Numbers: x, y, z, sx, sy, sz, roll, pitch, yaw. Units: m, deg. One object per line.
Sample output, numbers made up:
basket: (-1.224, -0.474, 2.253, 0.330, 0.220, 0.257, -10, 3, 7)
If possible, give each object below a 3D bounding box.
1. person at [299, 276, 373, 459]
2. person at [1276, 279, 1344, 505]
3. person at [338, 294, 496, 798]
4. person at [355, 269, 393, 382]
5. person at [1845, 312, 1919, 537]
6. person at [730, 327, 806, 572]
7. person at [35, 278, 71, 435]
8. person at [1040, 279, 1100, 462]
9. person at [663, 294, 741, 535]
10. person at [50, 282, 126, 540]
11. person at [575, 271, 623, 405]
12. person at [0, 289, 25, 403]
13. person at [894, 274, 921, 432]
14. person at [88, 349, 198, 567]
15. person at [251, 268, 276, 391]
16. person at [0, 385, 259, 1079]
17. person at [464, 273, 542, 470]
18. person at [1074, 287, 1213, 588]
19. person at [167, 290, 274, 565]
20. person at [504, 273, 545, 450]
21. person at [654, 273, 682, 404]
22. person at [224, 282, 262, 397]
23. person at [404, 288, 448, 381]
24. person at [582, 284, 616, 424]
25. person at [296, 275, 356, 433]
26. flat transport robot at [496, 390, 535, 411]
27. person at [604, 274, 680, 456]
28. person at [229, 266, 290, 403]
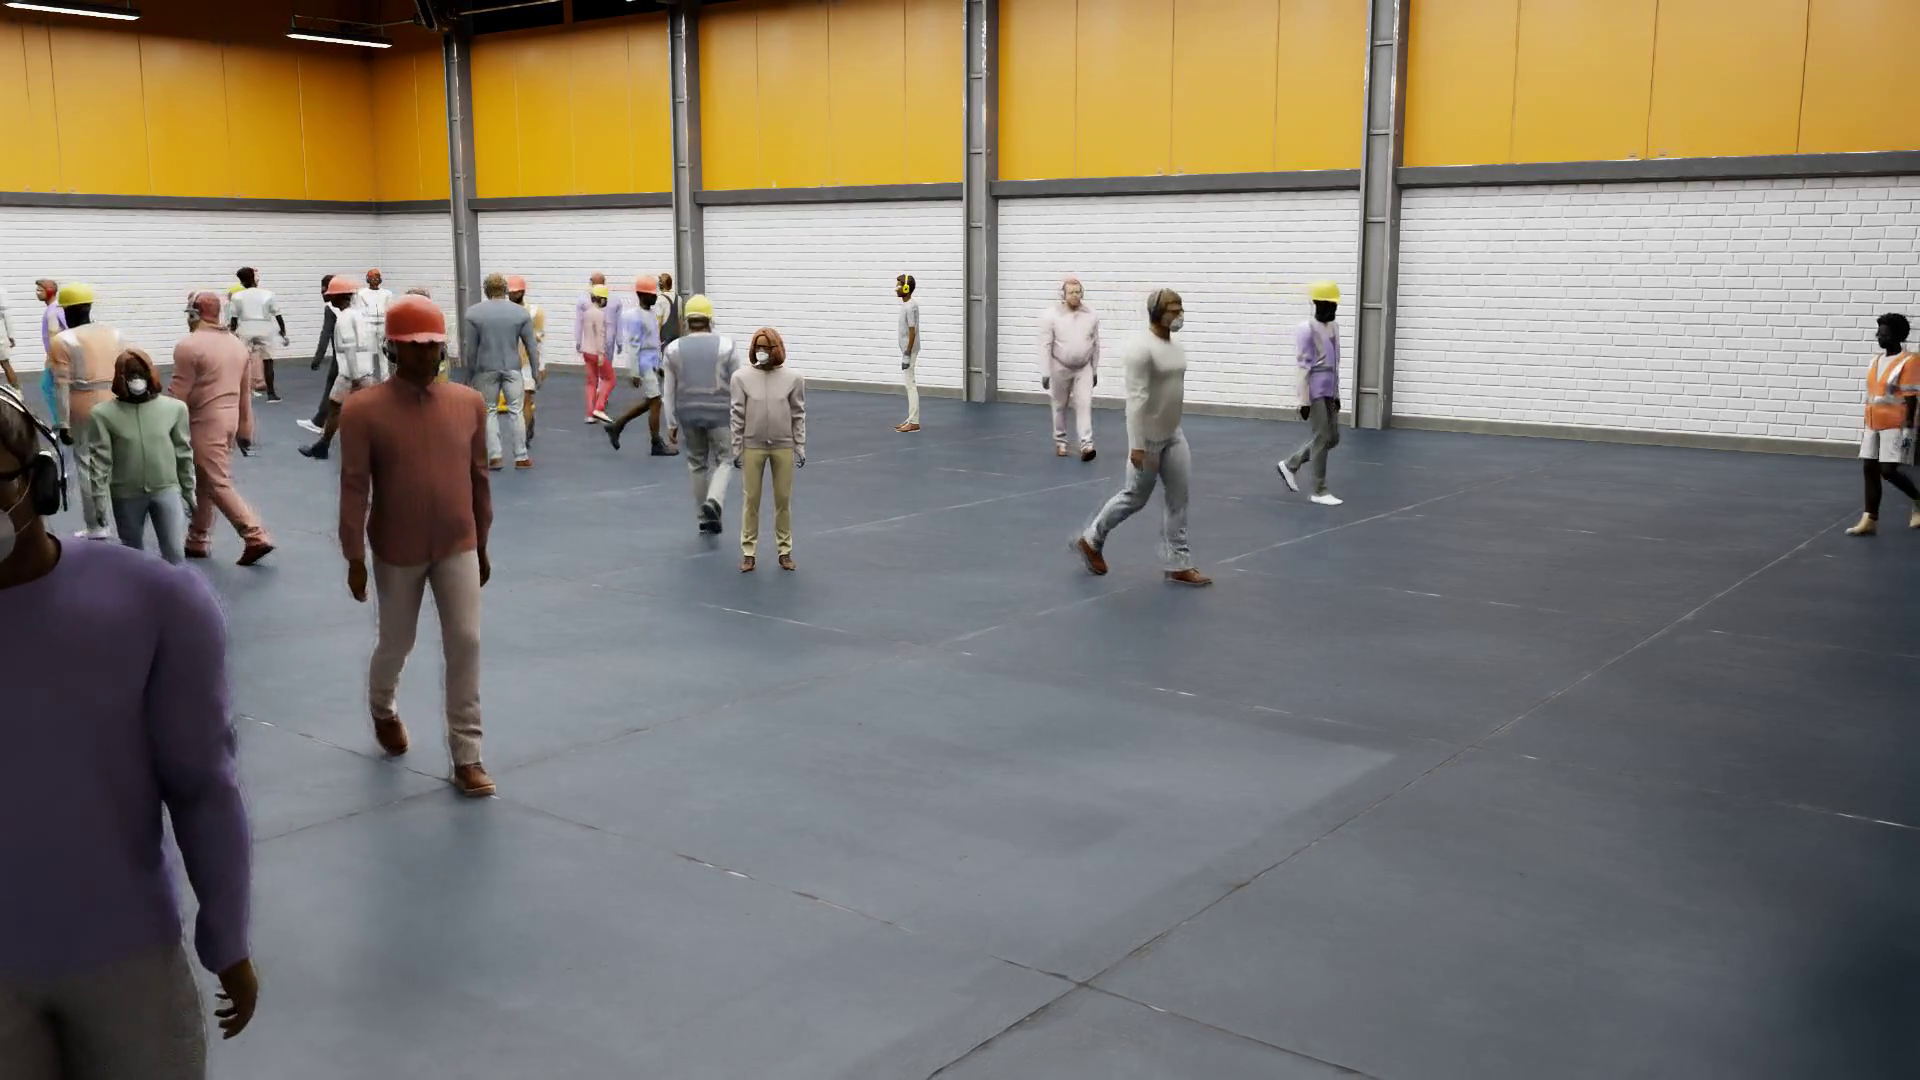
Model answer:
person: (-6.298, -1.763, 17.147, 1.014, 1.886, 0.549, 0, 10, 1)
person: (3.005, -1.257, 14.114, 0.593, 1.907, 0.602, 8, 12, 38)
person: (-2.191, -0.003, 6.673, 0.630, 1.962, 0.941, -7, 12, -36)
person: (-9.064, -3.256, 25.810, 0.573, 1.887, 0.356, -6, 12, -33)
person: (6.944, -0.848, 12.363, 0.518, 1.682, 0.548, -2, 10, -10)
person: (-1.273, -0.600, 11.083, 0.501, 1.631, 0.287, -2, 10, -10)
person: (-10.575, -2.122, 19.373, 0.621, 1.824, 0.589, -4, 11, -23)
person: (1.142, -1.738, 17.065, 0.665, 1.849, 1.009, -2, 10, -10)
person: (-1.905, -0.914, 12.375, 0.615, 1.817, 0.550, 0, 10, 3)
person: (-6.359, -0.939, 12.242, 0.519, 1.910, 0.613, 5, 11, 27)
person: (-5.003, -2.783, 23.088, 0.660, 1.880, 0.881, -4, 11, -24)
person: (-13.466, -2.822, 23.051, 0.741, 1.977, 0.368, -6, 11, -31)
person: (-0.633, -2.223, 19.840, 0.327, 1.874, 0.521, 0, 10, -2)
person: (-4.322, -0.201, 8.849, 0.521, 1.602, 0.770, -6, 11, -30)
person: (-10.969, -3.266, 25.823, 0.638, 1.904, 0.402, 7, 12, 37)
person: (-1.526, 0.683, 2.784, 0.640, 1.919, 0.623, -4, 11, -23)
person: (-4.459, -1.630, 16.263, 0.749, 1.921, 0.380, -3, 10, -17)
person: (1.183, -0.665, 10.676, 0.907, 1.916, 0.644, 7, 12, 37)
person: (-5.107, -0.763, 11.350, 0.928, 1.872, 0.645, 1, 10, 8)
person: (-4.786, -1.952, 18.163, 0.551, 1.916, 0.788, 0, 10, 2)
person: (-4.136, -2.849, 23.561, 0.326, 1.843, 0.517, 7, 12, 35)
person: (-10.655, -2.918, 24.350, 0.496, 1.705, 0.786, 6, 11, 31)
person: (-5.196, -1.499, 15.902, 0.680, 1.780, 0.979, 9, 13, 41)
person: (-4.537, -2.318, 20.779, 0.424, 1.735, 0.523, -8, 13, -40)
person: (-7.299, -2.143, 19.407, 1.012, 1.864, 0.614, -1, 10, -5)
flat transport robot: (-6.341, -1.909, 22.661, 0.652, 0.197, 1.431, -6, 12, -32)
person: (-3.356, -1.819, 17.385, 0.745, 1.909, 0.560, 1, 10, 6)
person: (-9.924, -2.890, 23.546, 0.794, 1.947, 0.491, -3, 10, -15)
